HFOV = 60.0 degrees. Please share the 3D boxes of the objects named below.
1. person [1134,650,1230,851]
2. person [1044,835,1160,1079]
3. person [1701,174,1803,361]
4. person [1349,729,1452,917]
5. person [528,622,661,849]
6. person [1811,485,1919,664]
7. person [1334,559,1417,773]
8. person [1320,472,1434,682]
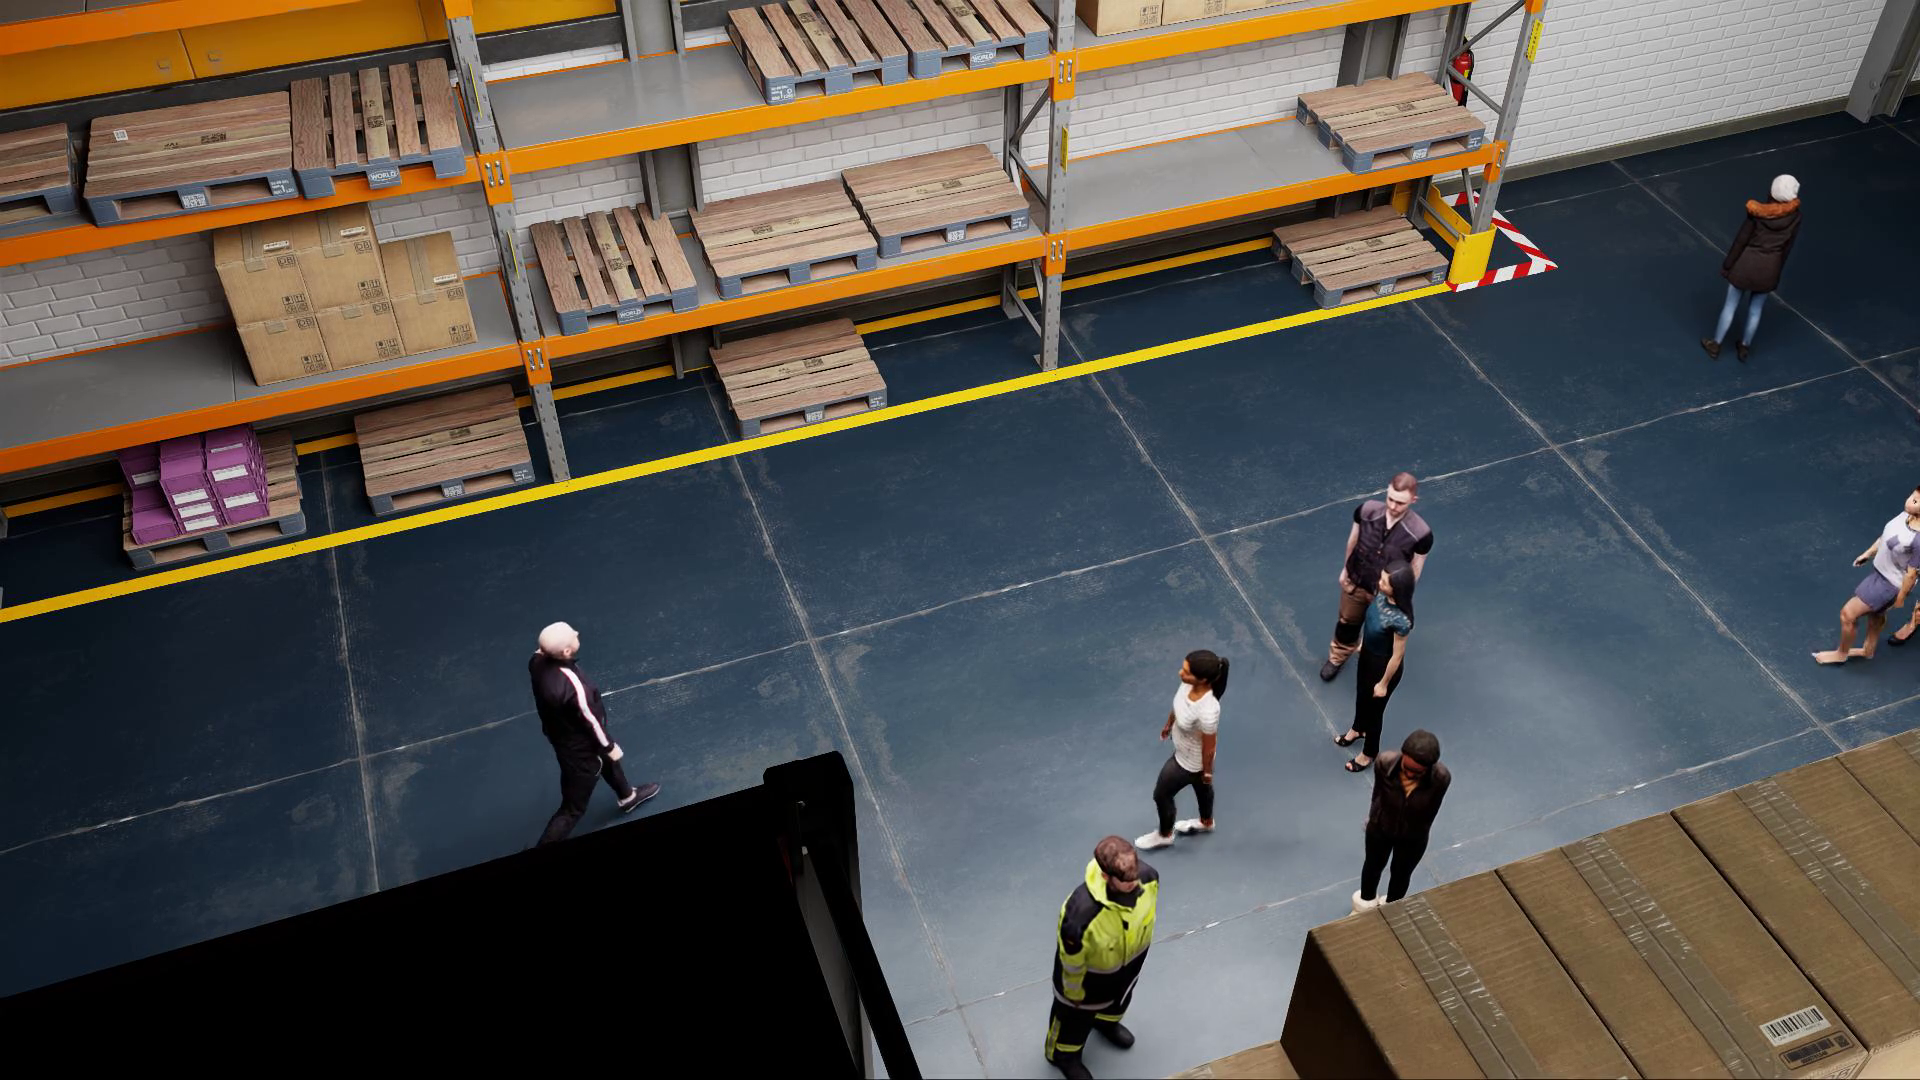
[{"bbox_3d":[1.442,1.216,9.698,0.821,1.626,0.698,1,44,1],"label":"person"},{"bbox_3d":[0.722,2.108,8.509,0.740,1.975,0.911,-31,52,-28],"label":"person"},{"bbox_3d":[6.344,-2.164,13.243,0.664,1.630,0.771,6,44,6],"label":"person"},{"bbox_3d":[2.439,1.605,9.266,0.710,1.660,0.770,25,49,24],"label":"person"},{"bbox_3d":[-2.272,1.230,9.560,1.320,1.795,0.915,-27,50,-26],"label":"person"},{"bbox_3d":[6.104,0.242,10.778,0.775,1.547,0.717,14,45,15],"label":"person"},{"bbox_3d":[2.541,0.761,10.099,0.568,1.733,0.611,-4,44,-4],"label":"person"},{"bbox_3d":[2.661,0.254,10.556,0.768,1.837,0.776,29,51,27],"label":"person"}]
